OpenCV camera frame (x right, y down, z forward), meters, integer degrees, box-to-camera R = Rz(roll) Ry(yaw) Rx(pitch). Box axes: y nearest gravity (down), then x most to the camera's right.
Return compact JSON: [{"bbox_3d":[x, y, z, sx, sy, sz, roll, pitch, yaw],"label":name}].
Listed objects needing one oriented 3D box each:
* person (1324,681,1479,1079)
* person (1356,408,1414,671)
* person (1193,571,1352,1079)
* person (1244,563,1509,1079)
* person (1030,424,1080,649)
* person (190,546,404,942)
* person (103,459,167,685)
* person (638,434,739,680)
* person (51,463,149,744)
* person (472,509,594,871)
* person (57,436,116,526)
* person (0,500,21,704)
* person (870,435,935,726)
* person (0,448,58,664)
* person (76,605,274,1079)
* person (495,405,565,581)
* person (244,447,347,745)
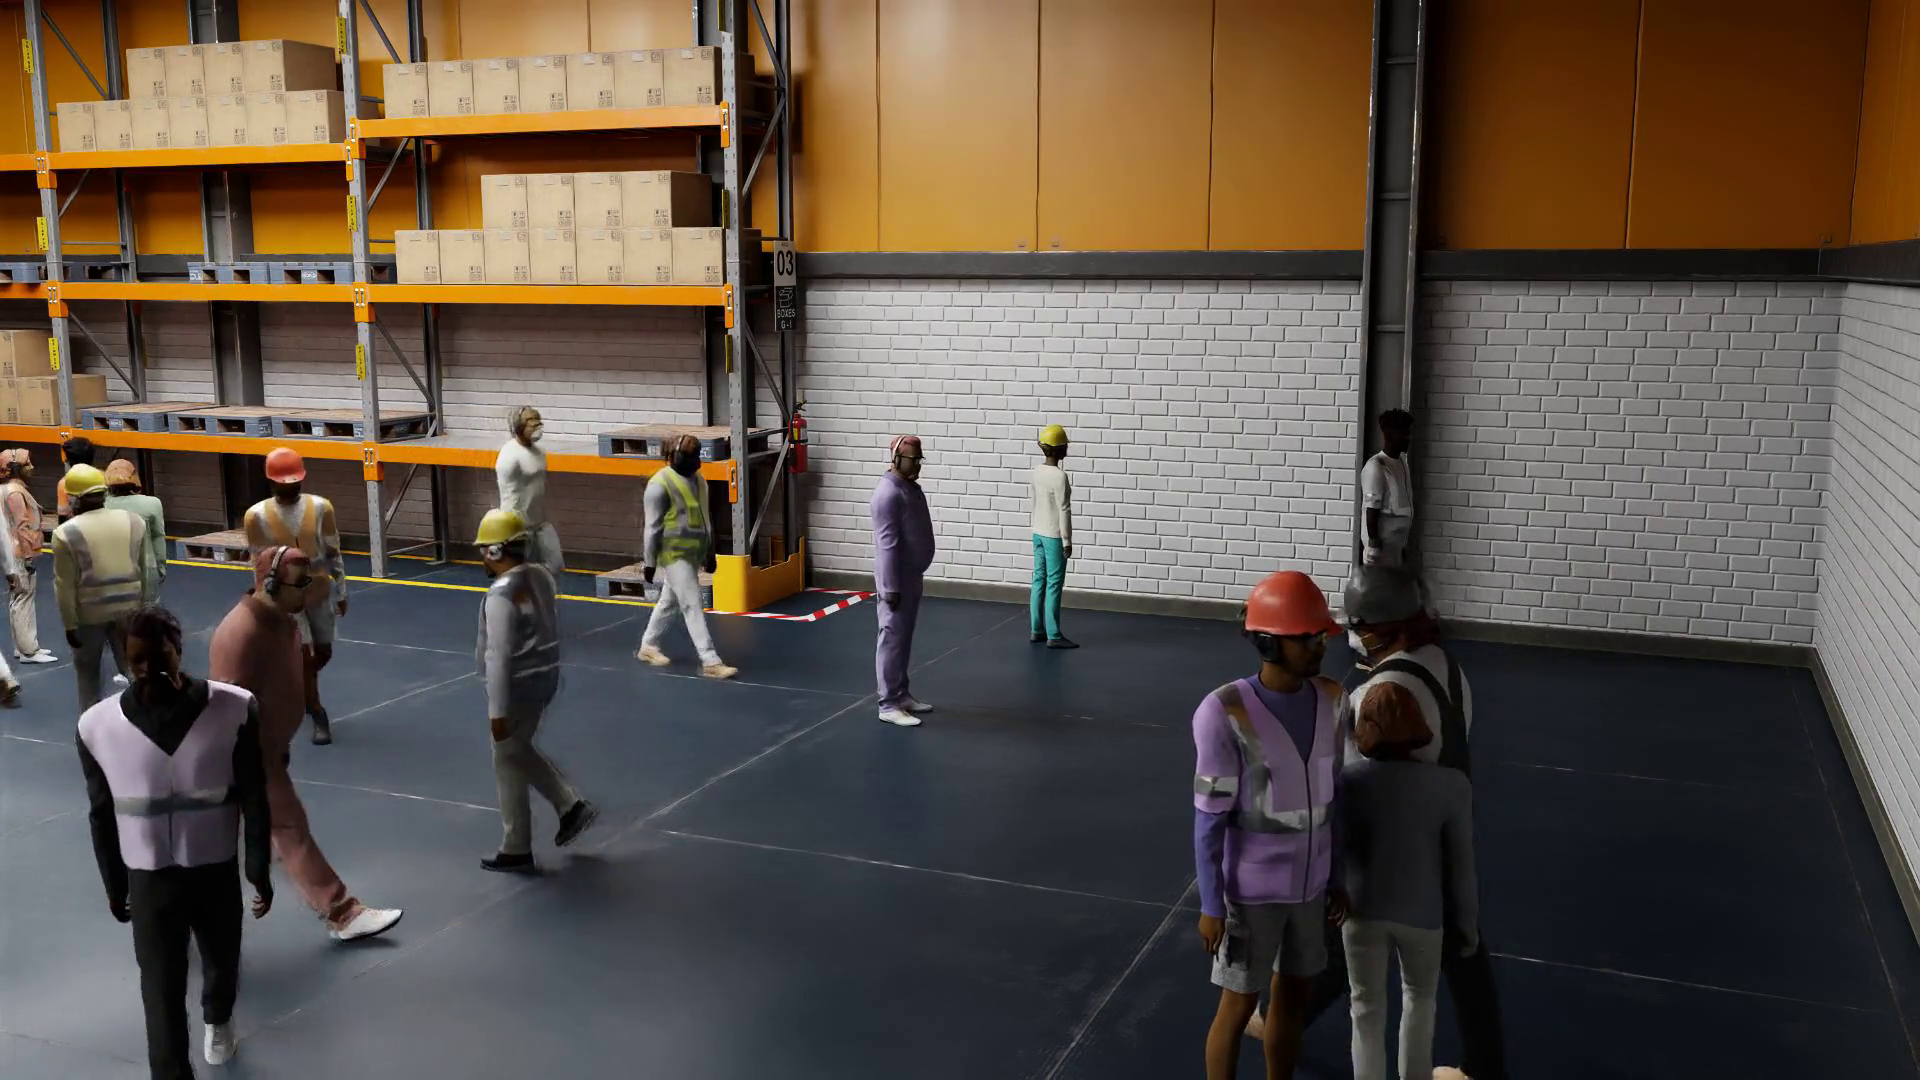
[{"bbox_3d":[1.481,1.276,5.677,0.564,1.607,0.503,2,10,12],"label":"person"},{"bbox_3d":[3.182,-0.005,12.398,0.363,1.963,0.612,6,11,34],"label":"person"},{"bbox_3d":[1.038,1.109,5.407,0.615,2.043,0.372,-6,11,-30],"label":"person"},{"bbox_3d":[1.534,1.009,6.029,1.077,2.000,0.701,9,13,44],"label":"person"},{"bbox_3d":[0.737,-0.028,13.134,0.303,1.772,0.530,-5,10,-26],"label":"person"},{"bbox_3d":[-3.106,0.916,7.365,1.162,1.798,0.659,-1,9,-8],"label":"person"},{"bbox_3d":[-5.977,0.230,11.979,0.501,1.633,0.289,-7,11,-35],"label":"person"},{"bbox_3d":[-2.060,0.107,12.292,0.976,1.788,0.636,4,10,24],"label":"person"},{"bbox_3d":[-5.248,0.428,10.268,0.760,1.806,0.597,7,12,38],"label":"person"},{"bbox_3d":[-2.182,0.748,8.300,0.506,1.811,0.656,2,10,10],"label":"person"},{"bbox_3d":[-6.816,0.010,13.199,0.678,1.667,0.540,4,10,20],"label":"person"},{"bbox_3d":[-6.828,0.213,11.486,0.939,1.844,0.601,5,11,27],"label":"person"},{"bbox_3d":[-0.361,0.256,11.009,0.400,1.905,0.643,2,10,14],"label":"person"},{"bbox_3d":[-7.111,0.121,12.621,0.307,1.641,0.514,-7,11,-35],"label":"person"},{"bbox_3d":[-2.754,1.119,5.889,0.586,1.873,0.984,-4,10,-25],"label":"person"},{"bbox_3d":[-3.393,-0.104,13.121,0.449,1.922,0.662,2,10,13],"label":"person"},{"bbox_3d":[-4.239,0.326,10.607,0.572,1.899,0.717,-6,11,-31],"label":"person"}]
